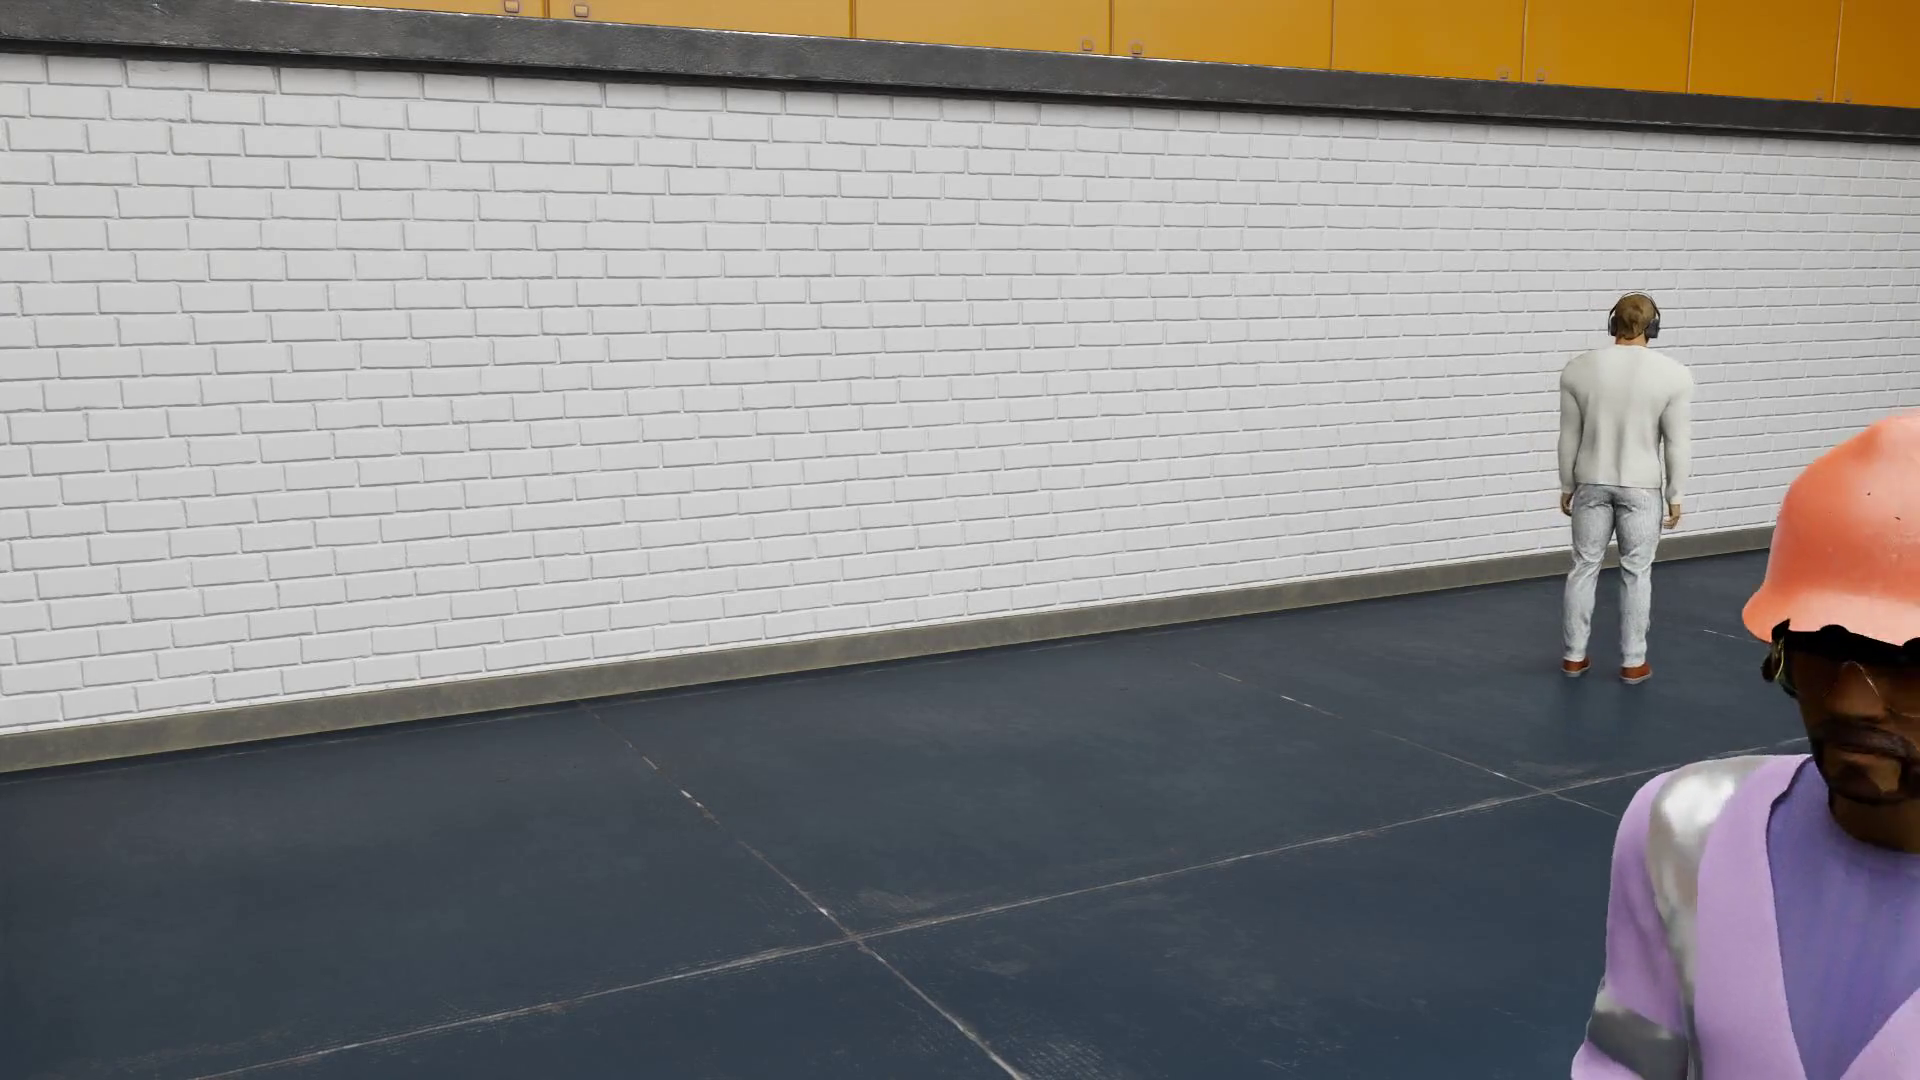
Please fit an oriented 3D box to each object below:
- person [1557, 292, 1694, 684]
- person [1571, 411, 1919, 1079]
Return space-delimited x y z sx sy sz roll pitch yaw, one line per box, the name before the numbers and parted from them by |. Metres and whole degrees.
person | 3.259 -0.249 8.208 0.626 1.933 0.372 7 12 33
person | 0.871 0.863 1.622 1.076 1.992 0.624 -6 11 -30
